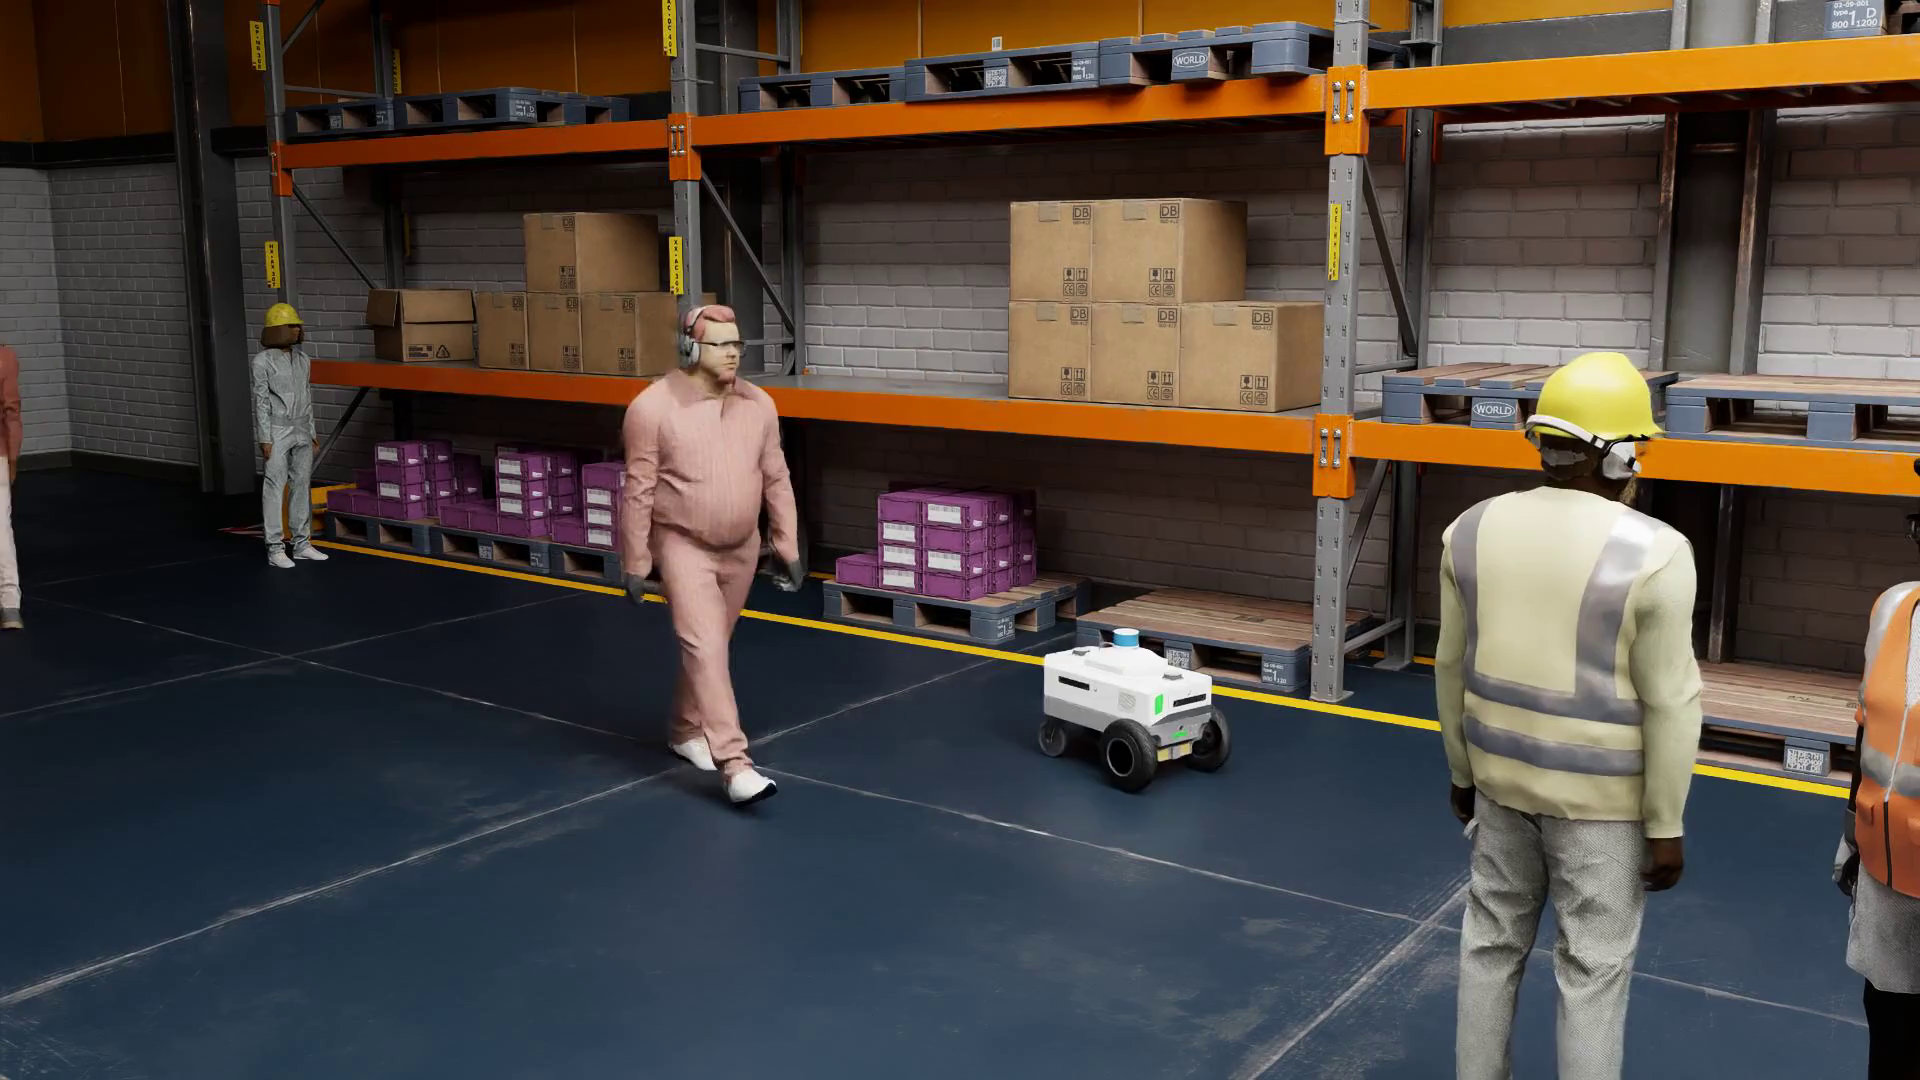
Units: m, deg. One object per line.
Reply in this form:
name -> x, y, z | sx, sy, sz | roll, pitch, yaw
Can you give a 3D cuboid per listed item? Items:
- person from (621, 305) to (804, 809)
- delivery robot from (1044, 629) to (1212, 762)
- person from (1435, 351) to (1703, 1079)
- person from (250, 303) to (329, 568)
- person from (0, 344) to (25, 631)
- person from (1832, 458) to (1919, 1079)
person -> -0.902, 0.050, 6.308 | 0.668, 1.852, 1.003 | -9, 13, -42
delivery robot -> 0.657, 0.597, 6.623 | 0.477, 0.478, 0.707 | -8, 12, -38
person -> 1.310, 0.514, 3.595 | 0.404, 1.832, 0.592 | -7, 12, -36
person -> -4.462, -0.697, 11.070 | 0.294, 1.745, 0.493 | 4, 10, 21
person -> -5.572, -0.494, 9.312 | 0.611, 1.949, 1.052 | -8, 12, -38
person -> 1.902, 0.647, 3.208 | 0.316, 1.695, 0.541 | -2, 10, -13
